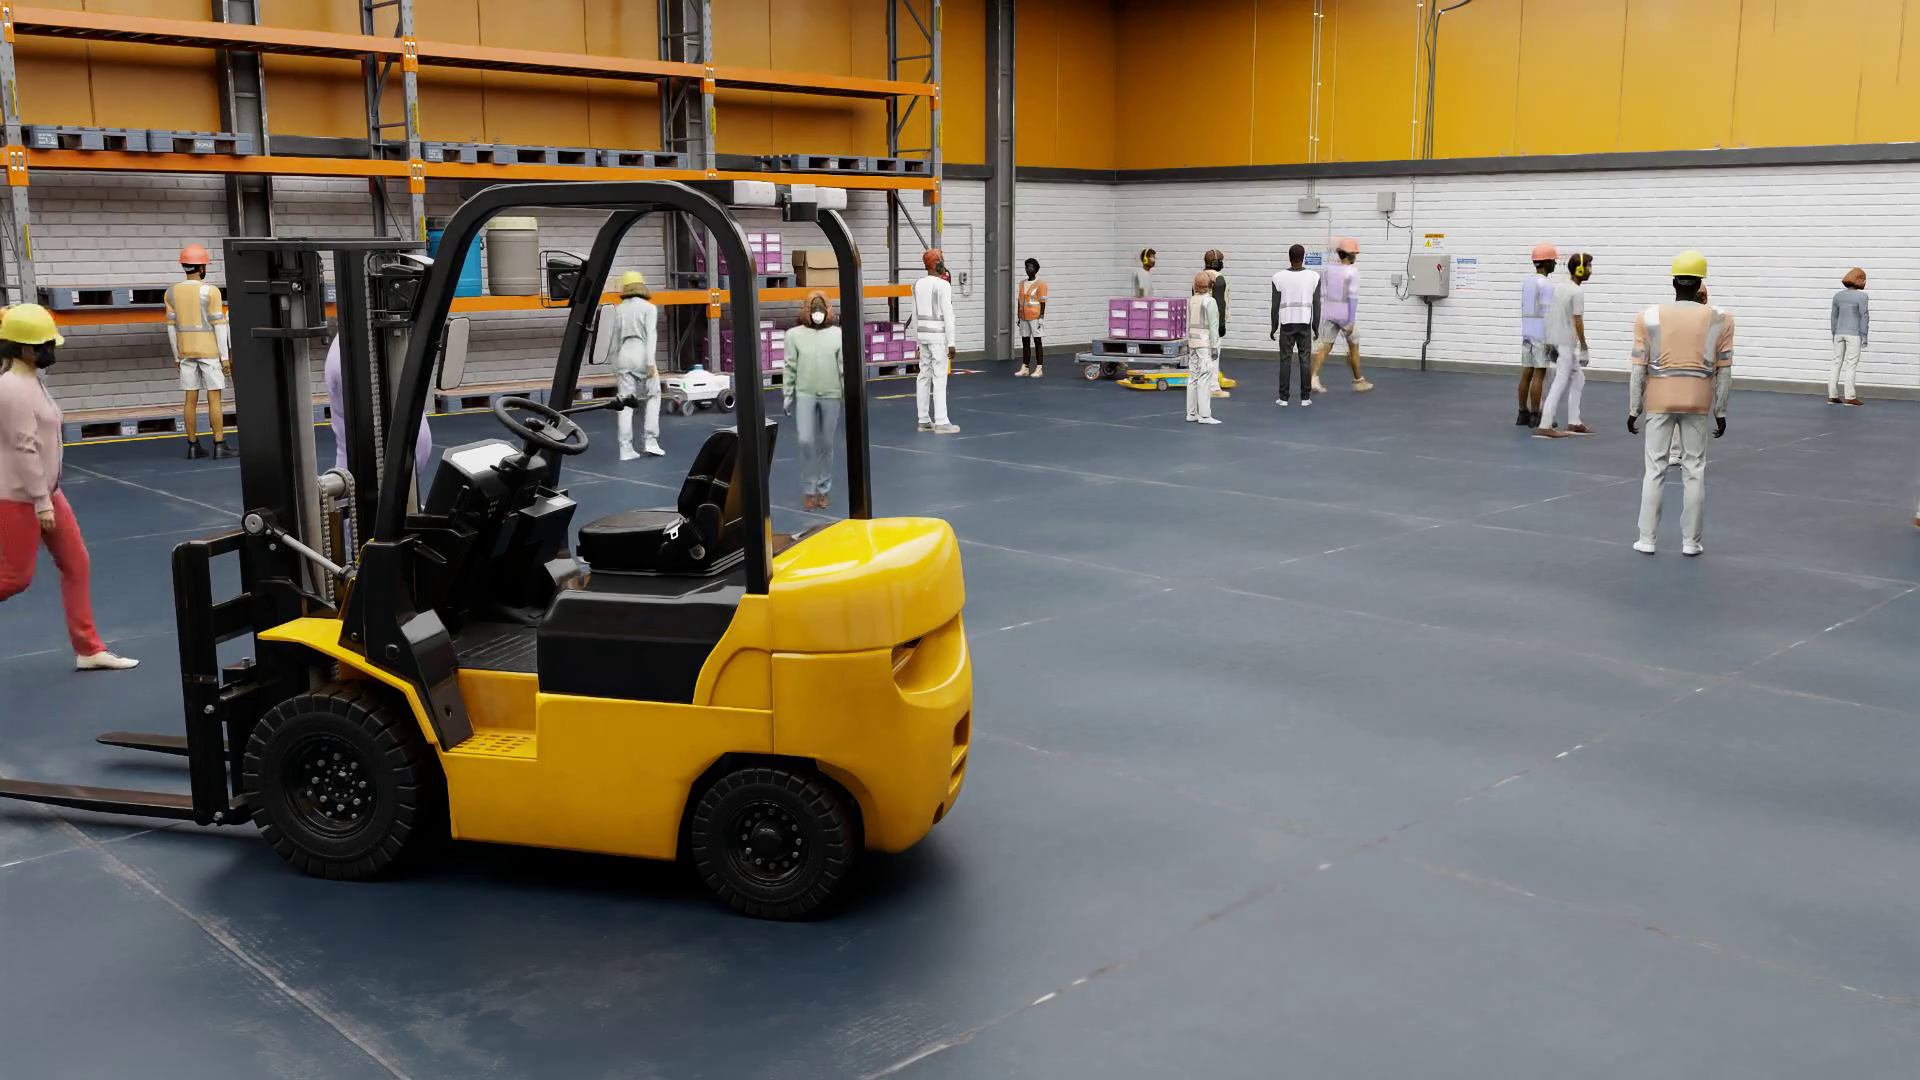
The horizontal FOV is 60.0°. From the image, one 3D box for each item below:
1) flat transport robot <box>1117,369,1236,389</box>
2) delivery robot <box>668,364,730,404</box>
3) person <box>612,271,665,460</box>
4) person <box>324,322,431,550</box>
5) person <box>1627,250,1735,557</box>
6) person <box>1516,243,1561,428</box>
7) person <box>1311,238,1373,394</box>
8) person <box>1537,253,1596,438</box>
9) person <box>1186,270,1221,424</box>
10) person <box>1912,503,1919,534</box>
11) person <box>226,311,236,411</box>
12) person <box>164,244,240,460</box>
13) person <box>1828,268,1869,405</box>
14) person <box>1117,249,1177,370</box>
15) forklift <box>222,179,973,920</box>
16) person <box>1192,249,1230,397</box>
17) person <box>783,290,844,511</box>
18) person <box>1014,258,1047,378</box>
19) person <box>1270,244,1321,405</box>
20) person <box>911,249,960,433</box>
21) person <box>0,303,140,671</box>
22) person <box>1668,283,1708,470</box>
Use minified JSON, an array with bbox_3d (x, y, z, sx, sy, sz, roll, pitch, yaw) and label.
[{"bbox_3d":[2.863,-2.140,22.044,1.431,0.197,0.652,-3,11,-15],"label":"flat transport robot"},{"bbox_3d":[-2.967,-1.753,18.900,0.477,0.478,0.707,9,14,42],"label":"delivery robot"},{"bbox_3d":[-2.959,-1.587,15.136,0.512,1.685,0.596,4,11,19],"label":"person"},{"bbox_3d":[-2.438,-0.207,7.037,0.406,1.911,0.639,-4,11,-20],"label":"person"},{"bbox_3d":[4.533,-0.853,10.504,0.594,1.926,0.367,3,11,18],"label":"person"},{"bbox_3d":[6.118,-2.152,17.548,0.354,1.942,0.545,-2,11,-9],"label":"person"},{"bbox_3d":[4.879,-2.858,21.270,1.048,1.997,0.609,-8,13,-36],"label":"person"},{"bbox_3d":[6.156,-1.928,16.596,0.767,1.839,0.570,0,10,1],"label":"person"},{"bbox_3d":[2.616,-2.067,17.893,0.305,1.645,0.522,-4,11,-22],"label":"person"},{"bbox_3d":[6.701,-0.903,10.871,0.650,1.903,0.874,-3,11,-15],"label":"person"},{"bbox_3d":[-4.702,-0.980,11.355,0.513,1.872,0.328,0,10,1],"label":"person"},{"bbox_3d":[-6.853,-1.687,15.026,0.542,1.938,0.358,1,10,7],"label":"person"},{"bbox_3d":[10.633,-2.425,19.882,0.282,1.633,0.499,-4,11,-20],"label":"person"},{"bbox_3d":[2.760,-3.436,24.907,0.994,1.821,0.515,7,12,32],"label":"person"},{"bbox_3d":[-1.114,-0.058,5.440,2.313,2.155,1.214,2,11,13],"label":"forklift"},{"bbox_3d":[3.157,-2.712,20.878,0.430,1.845,0.621,-4,11,-21],"label":"person"},{"bbox_3d":[-1.031,-1.016,12.216,0.529,1.609,0.585,-1,10,-8],"label":"person"},{"bbox_3d":[1.012,-3.165,23.731,0.535,1.700,0.318,10,15,44],"label":"person"},{"bbox_3d":[3.994,-2.552,19.813,0.587,1.914,0.392,1,10,6],"label":"person"},{"bbox_3d":[-0.256,-2.036,17.075,0.355,1.885,0.576,-10,14,-42],"label":"person"},{"bbox_3d":[-4.280,-0.208,7.525,0.809,1.726,0.517,-3,11,-14],"label":"person"},{"bbox_3d":[6.334,-1.424,14.435,0.310,1.632,0.505,-3,11,-16],"label":"person"}]
